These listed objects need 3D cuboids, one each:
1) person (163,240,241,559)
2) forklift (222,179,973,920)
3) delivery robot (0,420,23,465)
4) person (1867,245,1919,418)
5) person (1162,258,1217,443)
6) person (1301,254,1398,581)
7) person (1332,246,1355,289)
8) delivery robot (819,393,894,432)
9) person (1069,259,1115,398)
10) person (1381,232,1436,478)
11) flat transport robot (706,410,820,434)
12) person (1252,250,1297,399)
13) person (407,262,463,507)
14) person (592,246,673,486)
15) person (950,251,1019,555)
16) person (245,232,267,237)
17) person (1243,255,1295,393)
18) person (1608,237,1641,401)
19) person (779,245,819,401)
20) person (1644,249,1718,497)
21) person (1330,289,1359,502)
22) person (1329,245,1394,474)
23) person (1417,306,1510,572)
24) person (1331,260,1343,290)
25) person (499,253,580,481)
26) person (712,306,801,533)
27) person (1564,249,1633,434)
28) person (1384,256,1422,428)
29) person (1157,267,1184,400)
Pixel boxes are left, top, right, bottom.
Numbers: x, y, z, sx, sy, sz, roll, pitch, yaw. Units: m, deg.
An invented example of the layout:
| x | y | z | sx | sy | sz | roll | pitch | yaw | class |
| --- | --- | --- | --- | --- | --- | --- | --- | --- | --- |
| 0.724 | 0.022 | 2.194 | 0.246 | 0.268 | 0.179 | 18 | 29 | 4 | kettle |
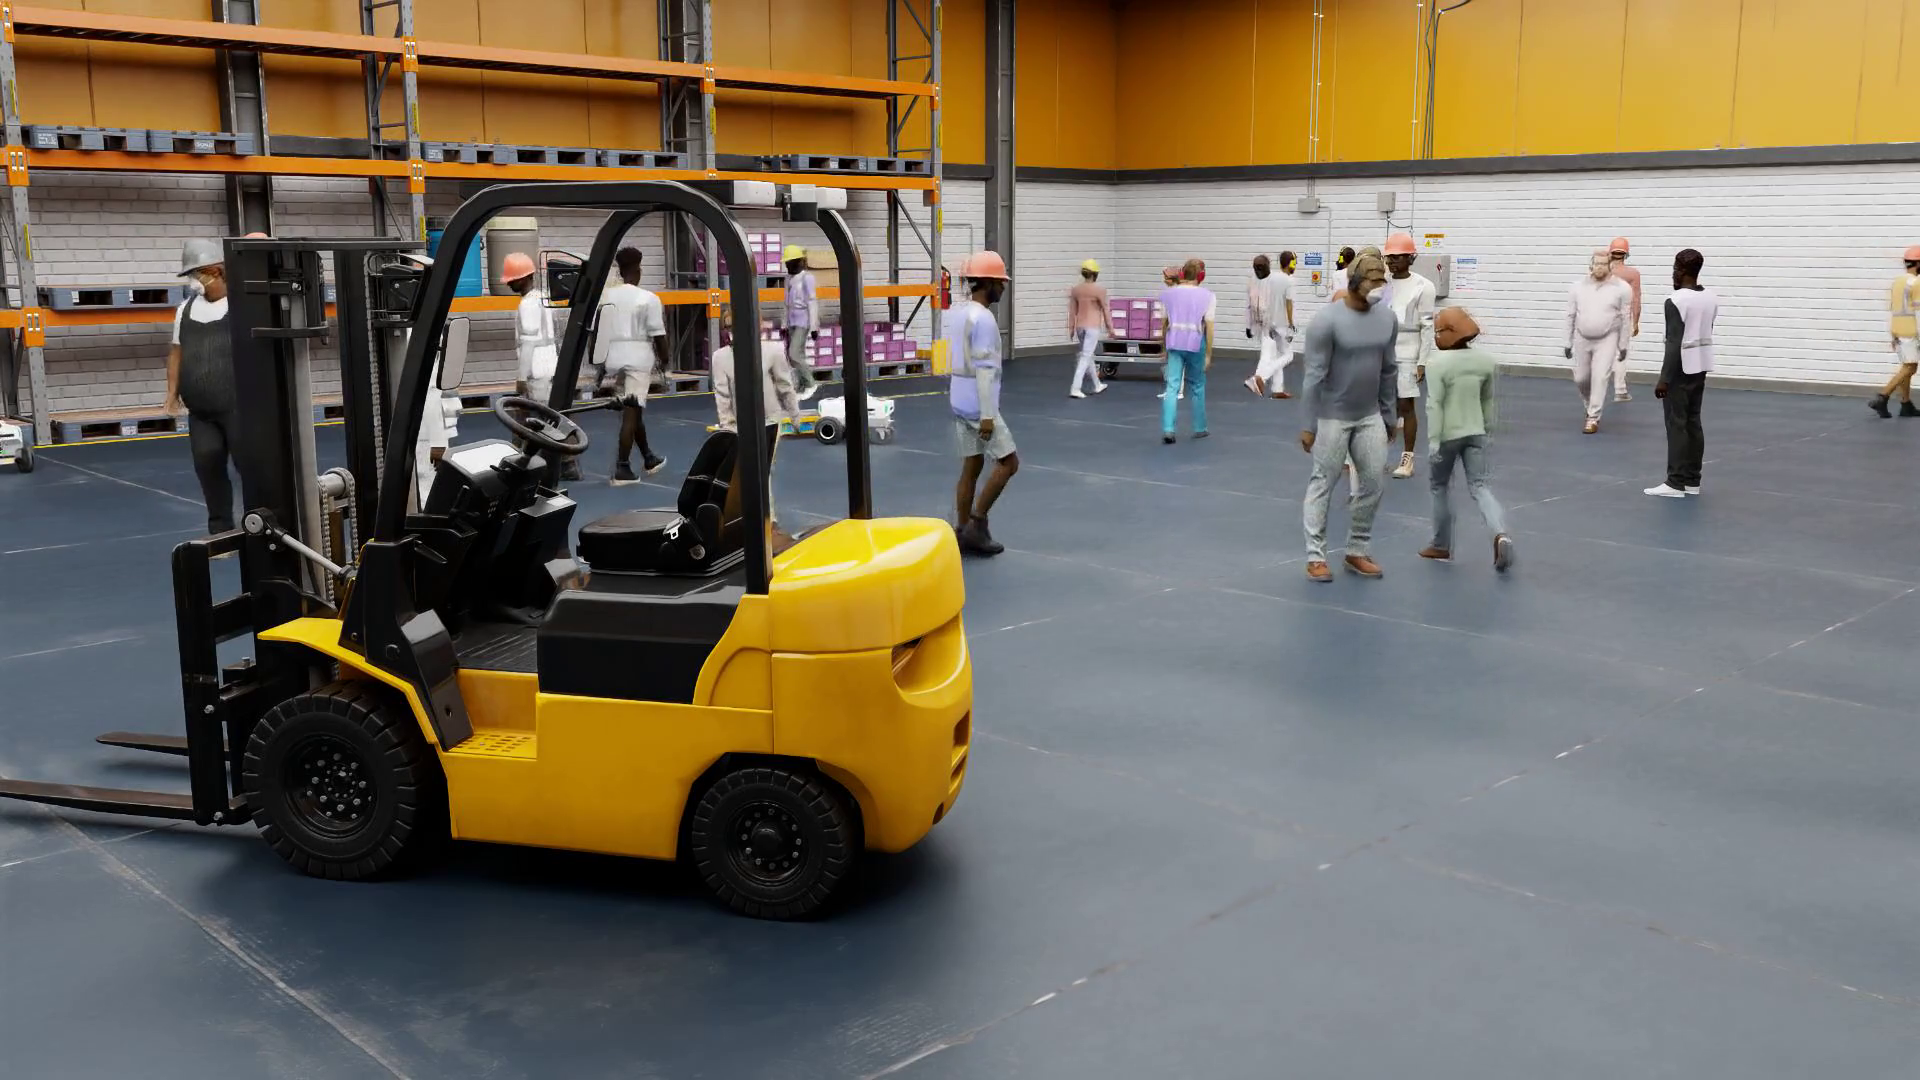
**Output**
| x | y | z | sx | sy | sz | roll | pitch | yaw | class |
| --- | --- | --- | --- | --- | --- | --- | --- | --- | --- |
| -4.613 | -0.888 | 10.384 | 0.712 | 2.000 | 0.572 | 3 | 11 | 17 | person |
| -1.114 | -0.058 | 5.440 | 2.313 | 2.155 | 1.214 | 2 | 11 | 13 | forklift |
| -8.288 | -0.881 | 14.147 | 0.707 | 0.478 | 0.477 | 8 | 13 | 38 | delivery robot |
| 10.489 | -2.301 | 18.450 | 0.636 | 1.936 | 0.564 | 1 | 10 | 6 | person |
| 2.225 | -1.856 | 16.338 | 0.581 | 1.805 | 0.959 | 5 | 11 | 23 | person |
| 2.269 | -0.697 | 9.712 | 0.649 | 1.919 | 0.451 | -6 | 12 | -28 | person |
| 5.177 | -3.009 | 22.419 | 0.532 | 1.870 | 0.315 | -5 | 12 | -26 | person |
| -1.006 | -1.261 | 16.219 | 0.707 | 0.478 | 0.477 | 2 | 10 | 9 | delivery robot |
| 1.641 | -2.642 | 20.843 | 0.529 | 1.719 | 0.919 | 10 | 14 | 43 | person |
| 3.645 | -1.537 | 13.922 | 0.607 | 2.044 | 0.378 | 9 | 14 | 42 | person |
| -1.789 | -1.178 | 16.796 | 1.431 | 0.197 | 0.652 | -4 | 11 | -23 | flat transport robot |
| 3.886 | -2.634 | 20.457 | 0.558 | 1.843 | 0.579 | -4 | 11 | -20 | person |
| -2.899 | -0.577 | 9.115 | 0.337 | 1.882 | 0.585 | -4 | 11 | -23 | person |
| -2.623 | -1.440 | 13.714 | 0.642 | 1.914 | 0.954 | 5 | 11 | 24 | person |
| 0.147 | -0.842 | 10.463 | 0.455 | 1.919 | 0.587 | -3 | 11 | -17 | person |
| -5.774 | -1.510 | 13.771 | 0.394 | 2.041 | 0.612 | -9 | 14 | -41 | person |
| 3.962 | -2.789 | 21.507 | 0.994 | 1.764 | 0.696 | -9 | 14 | -41 | person |
| 8.024 | -2.697 | 20.374 | 0.622 | 1.994 | 0.388 | 9 | 14 | 42 | person |
| -1.976 | -2.634 | 20.276 | 0.431 | 1.904 | 0.582 | -6 | 12 | -30 | person |
| 5.625 | -1.288 | 12.900 | 0.597 | 1.917 | 0.375 | -8 | 13 | -37 | person |
| 2.870 | -1.066 | 12.490 | 0.501 | 1.626 | 0.278 | 0 | 10 | 1 | person |
| 3.429 | -1.512 | 14.067 | 0.632 | 1.940 | 0.372 | 3 | 11 | 15 | person |
| 3.069 | -0.612 | 10.080 | 0.502 | 1.603 | 0.754 | -3 | 11 | -18 | person |
| 5.503 | -3.191 | 23.887 | 0.533 | 1.697 | 0.318 | -8 | 13 | -37 | person |
| -3.562 | -1.390 | 13.586 | 0.895 | 1.872 | 0.627 | -1 | 10 | -7 | person |
| -1.333 | -0.754 | 10.914 | 0.523 | 1.573 | 0.726 | 3 | 11 | 16 | person |
| 6.592 | -2.060 | 17.212 | 0.650 | 1.884 | 0.785 | 7 | 13 | 34 | person |
| 4.562 | -2.175 | 17.524 | 0.611 | 1.997 | 0.375 | 2 | 11 | 13 | person |
| 2.631 | -2.545 | 20.517 | 0.313 | 1.640 | 0.513 | -1 | 10 | -5 | person |
